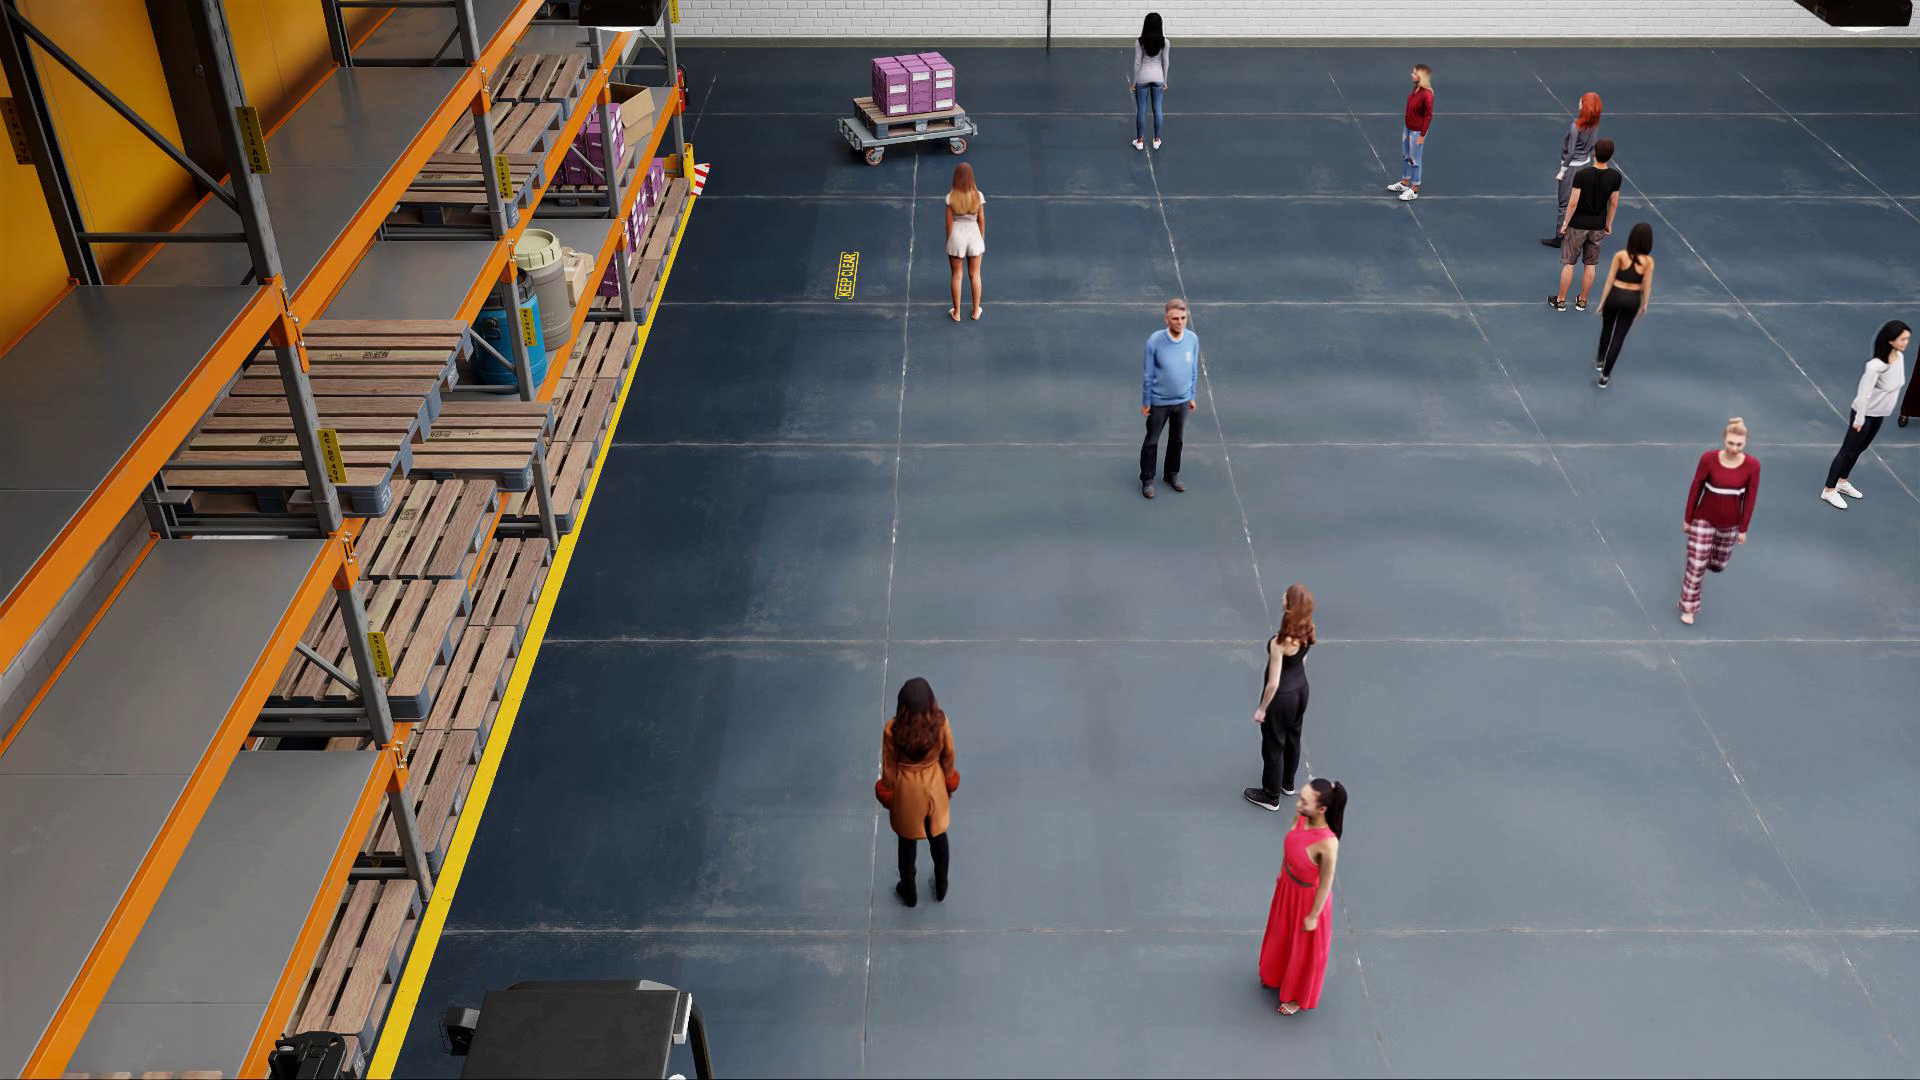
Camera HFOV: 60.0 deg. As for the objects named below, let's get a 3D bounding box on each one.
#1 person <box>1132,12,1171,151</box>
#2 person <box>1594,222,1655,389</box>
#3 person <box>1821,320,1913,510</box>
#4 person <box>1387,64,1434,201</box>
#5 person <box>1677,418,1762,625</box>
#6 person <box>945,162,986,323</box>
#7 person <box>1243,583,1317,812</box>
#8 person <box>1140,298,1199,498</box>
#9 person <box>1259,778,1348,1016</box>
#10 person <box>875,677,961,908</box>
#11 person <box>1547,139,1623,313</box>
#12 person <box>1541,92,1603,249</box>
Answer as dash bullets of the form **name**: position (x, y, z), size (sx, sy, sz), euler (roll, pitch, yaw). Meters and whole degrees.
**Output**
- **person**: position (2.433, -5.887, 21.334), size (0.620, 1.734, 0.546), euler (-3, 34, -5)
- **person**: position (6.325, -2.218, 15.913), size (0.790, 1.625, 0.931), euler (14, 36, 20)
- **person**: position (7.732, -1.091, 14.149), size (0.699, 1.700, 0.733), euler (-23, 40, -31)
- **person**: position (5.463, -4.913, 19.959), size (0.691, 1.634, 0.504), euler (-6, 34, -9)
- **person**: position (5.815, -0.180, 12.798), size (0.764, 1.679, 0.950), euler (9, 35, 13)
- **person**: position (0.046, -3.069, 17.128), size (0.582, 1.696, 0.572), euler (-3, 34, -4)
- **person**: position (2.146, 1.024, 10.923), size (0.718, 1.748, 0.653), euler (28, 42, 35)
- **person**: position (1.790, -1.245, 14.271), size (0.715, 1.820, 0.672), euler (-9, 35, -14)
- **person**: position (1.957, 2.016, 9.450), size (0.739, 1.727, 0.602), euler (-9, 35, -13)
- **person**: position (-0.252, 1.540, 10.172), size (0.731, 1.720, 0.668), euler (-7, 34, -11)
- **person**: position (6.512, -3.270, 17.282), size (0.678, 1.862, 0.568), euler (1, 34, 2)
- **person**: position (6.914, -4.166, 18.702), size (0.651, 1.780, 0.679), euler (-22, 39, -29)
